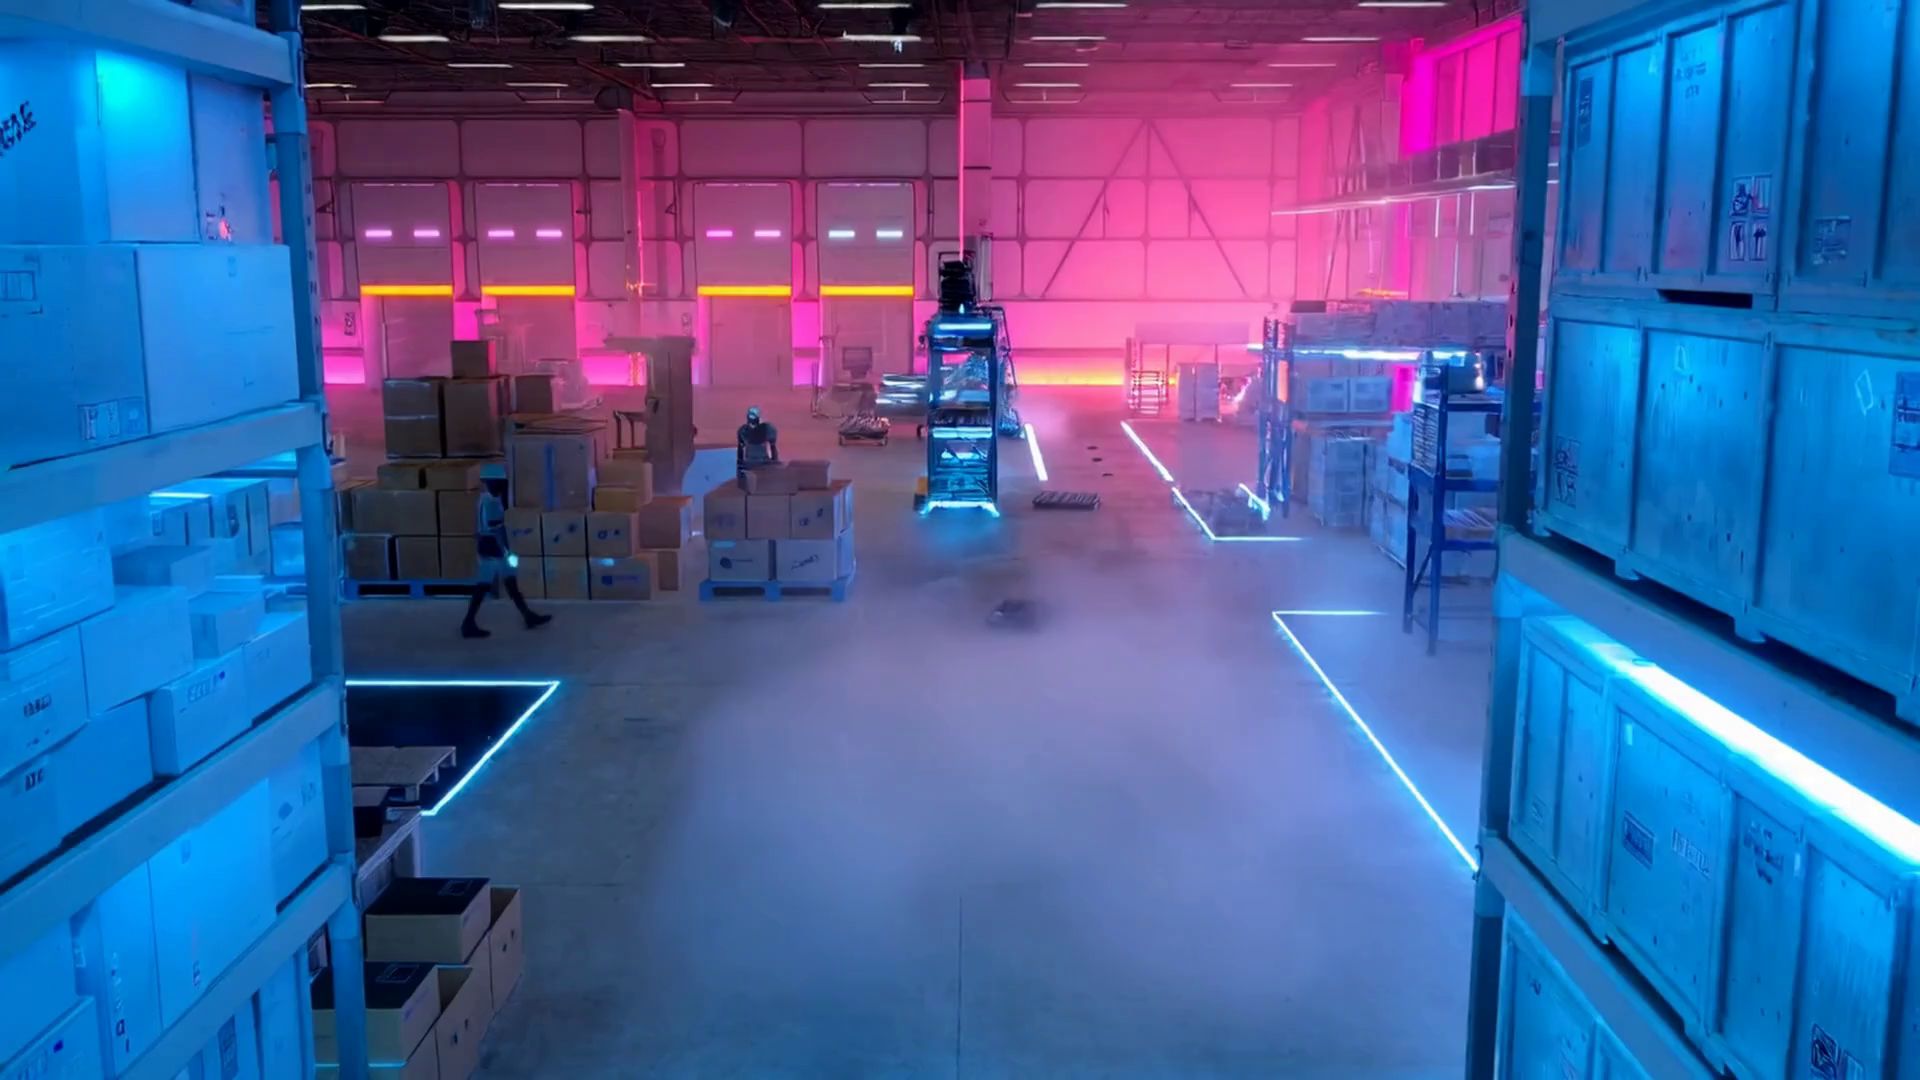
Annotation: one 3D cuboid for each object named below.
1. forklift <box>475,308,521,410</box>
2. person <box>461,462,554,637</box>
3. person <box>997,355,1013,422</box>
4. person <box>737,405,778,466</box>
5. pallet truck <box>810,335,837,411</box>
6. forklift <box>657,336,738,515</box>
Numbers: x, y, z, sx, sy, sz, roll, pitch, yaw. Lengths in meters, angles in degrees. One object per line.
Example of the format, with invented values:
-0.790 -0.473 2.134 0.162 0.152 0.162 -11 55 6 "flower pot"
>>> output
-10.763 -4.011 38.844 1.129 2.768 1.873 0 10 1 "forklift"
-4.958 0.105 17.968 1.003 1.883 0.553 -3 10 -17 "person"
0.914 -3.690 40.494 0.852 1.649 0.585 5 11 26 "person"
-2.965 -1.022 24.363 0.631 1.931 0.368 3 10 16 "person"
-3.021 -4.312 43.126 1.885 1.965 0.823 3 10 17 "pallet truck"
-4.406 -1.785 26.002 1.873 2.768 1.129 -5 11 -24 "forklift"
